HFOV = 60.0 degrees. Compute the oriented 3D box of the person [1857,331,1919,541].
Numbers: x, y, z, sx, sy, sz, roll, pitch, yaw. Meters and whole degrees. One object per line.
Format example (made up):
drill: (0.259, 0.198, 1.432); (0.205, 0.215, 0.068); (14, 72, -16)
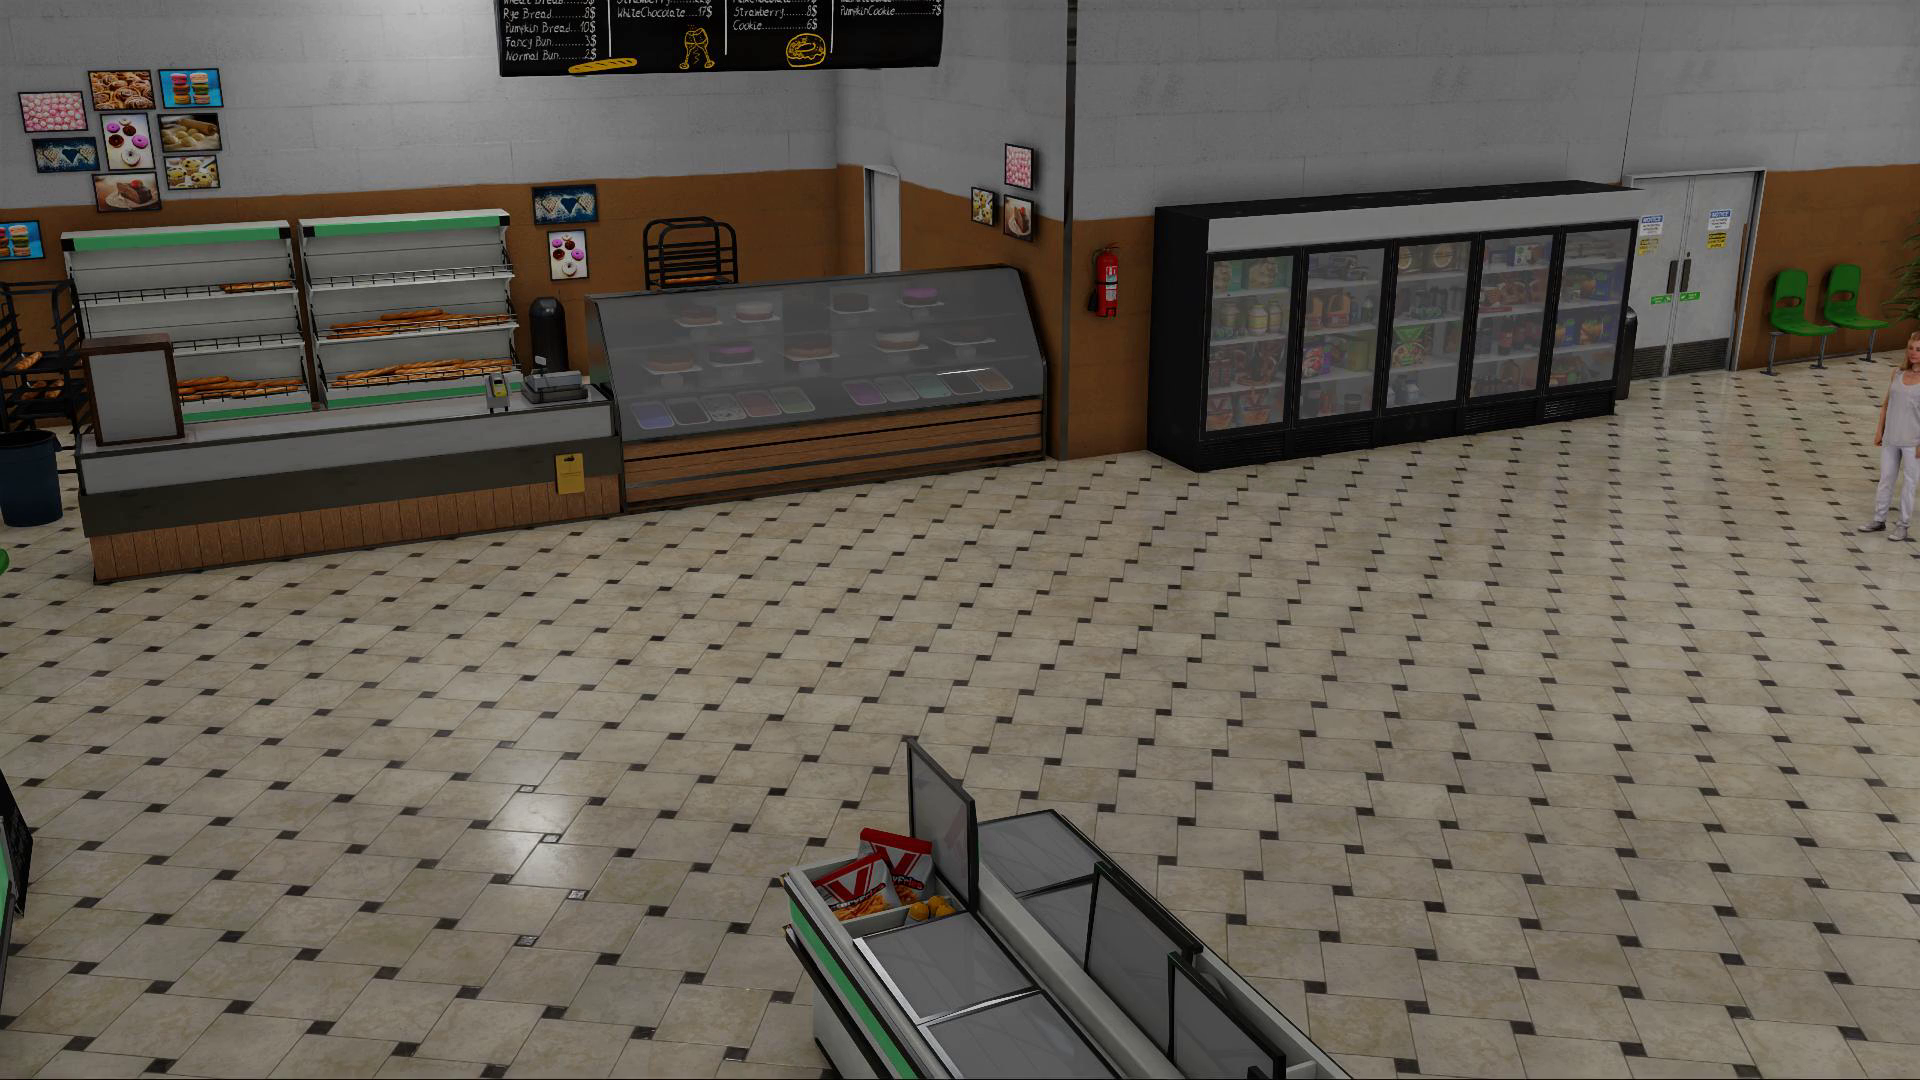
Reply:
person: (7.547, -0.839, 13.248); (0.655, 1.671, 0.489); (-10, 21, -28)
